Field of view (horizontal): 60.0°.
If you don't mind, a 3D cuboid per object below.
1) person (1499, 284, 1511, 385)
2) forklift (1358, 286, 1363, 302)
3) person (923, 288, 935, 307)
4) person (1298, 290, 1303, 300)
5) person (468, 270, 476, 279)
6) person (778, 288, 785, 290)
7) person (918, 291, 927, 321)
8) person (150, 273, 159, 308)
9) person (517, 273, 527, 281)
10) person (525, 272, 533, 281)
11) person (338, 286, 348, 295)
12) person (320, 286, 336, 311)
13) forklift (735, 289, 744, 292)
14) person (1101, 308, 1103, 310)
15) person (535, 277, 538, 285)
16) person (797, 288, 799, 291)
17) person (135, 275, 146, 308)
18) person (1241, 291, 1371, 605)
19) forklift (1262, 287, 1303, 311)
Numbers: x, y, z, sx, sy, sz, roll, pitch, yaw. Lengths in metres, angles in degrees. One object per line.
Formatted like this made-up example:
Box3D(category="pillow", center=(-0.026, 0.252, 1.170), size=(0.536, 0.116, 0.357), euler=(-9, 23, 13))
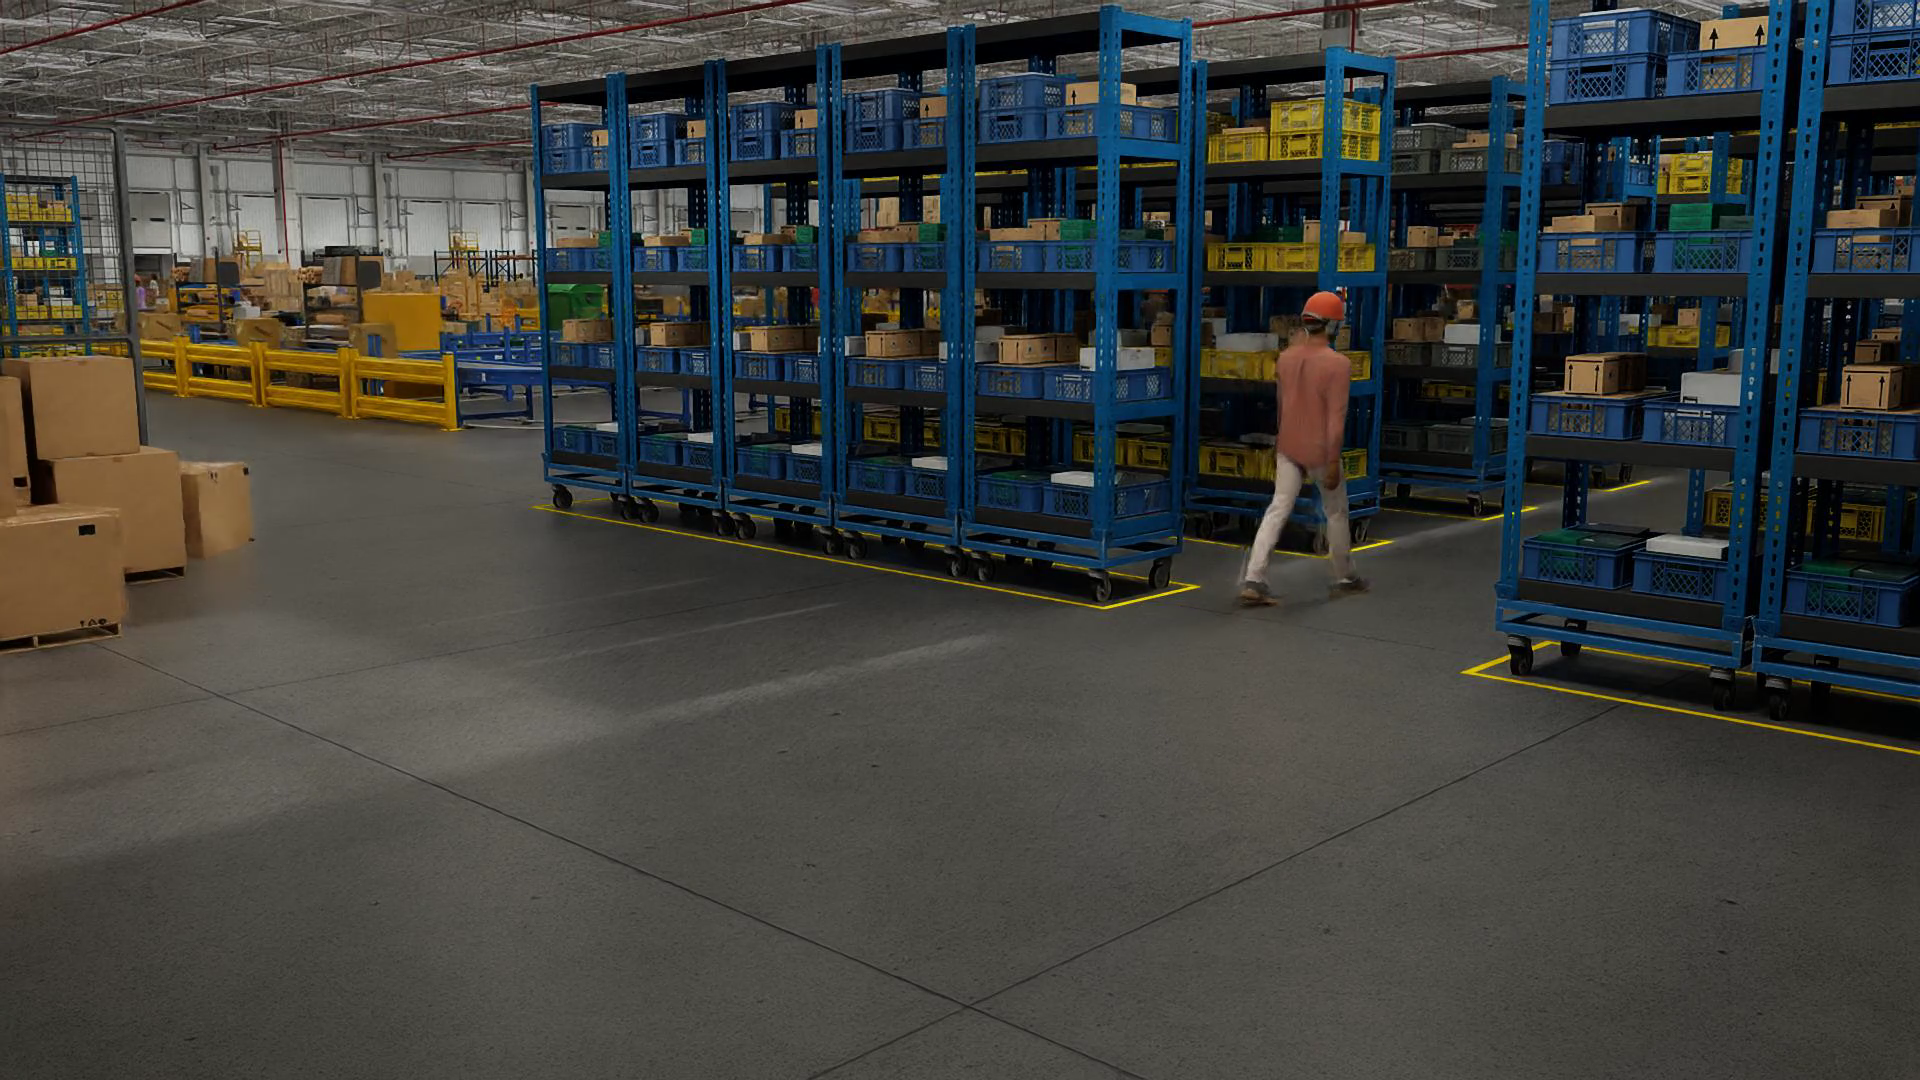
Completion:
Box3D(category="person", center=(6.603, -2.316, 20.740), size=(0.578, 2.030, 0.638), euler=(6, 11, 31))
Box3D(category="forklift", center=(11.100, -7.017, 46.970), size=(1.873, 2.768, 1.129), euler=(9, 13, 43))
Box3D(category="person", center=(-1.238, -8.224, 57.492), size=(0.985, 1.867, 0.636), euler=(9, 13, 44))
Box3D(category="person", center=(5.466, -3.239, 27.127), size=(0.596, 1.796, 0.866), euler=(9, 13, 43))
Box3D(category="person", center=(-23.936, -12.210, 81.375), size=(0.701, 2.000, 0.540), euler=(-1, 9, -4))
Box3D(category="person", center=(-6.742, -8.988, 62.825), size=(0.902, 1.648, 0.537), euler=(3, 10, 18))
Box3D(category="person", center=(-1.031, -5.629, 41.706), size=(0.403, 1.821, 0.602), euler=(-4, 10, -23))
Box3D(category="person", center=(-34.528, -10.486, 71.330), size=(0.361, 1.879, 0.579), euler=(-7, 11, -35))
Box3D(category="person", center=(-21.437, -12.122, 81.381), size=(0.521, 1.864, 0.336), euler=(-4, 10, -23))
Box3D(category="person", center=(-23.365, -13.561, 90.192), size=(1.045, 1.873, 0.746), euler=(4, 10, 22))
Box3D(category="person", center=(-22.219, -8.637, 60.014), size=(1.036, 1.862, 0.572), euler=(-5, 11, -28))
Box3D(category="person", center=(-17.995, -6.662, 47.512), size=(0.392, 1.991, 0.613), euler=(3, 10, 20))
Box3D(category="forklift", center=(-11.414, -12.517, 80.688), size=(1.873, 2.768, 1.129), euler=(9, 13, 43))
Box3D(category="person", center=(2.105, -2.570, 22.914), size=(0.693, 1.830, 0.578), euler=(-6, 11, -33))
Box3D(category="person", center=(-24.792, -14.861, 98.105), size=(0.598, 1.897, 0.887), euler=(1, 9, 5))
Box3D(category="person", center=(-6.006, -9.035, 62.003), size=(0.625, 2.011, 0.657), euler=(8, 12, 39))
Box3D(category="person", center=(-22.770, -6.418, 46.240), size=(0.575, 1.921, 0.557), euler=(-9, 13, -43))
Box3D(category="person", center=(2.144, -0.561, 10.289), size=(1.067, 1.941, 0.631), euler=(-7, 12, -37))
Box3D(category="forklift", center=(10.769, -8.203, 54.240), size=(1.129, 2.768, 1.873), euler=(8, 12, 42))
